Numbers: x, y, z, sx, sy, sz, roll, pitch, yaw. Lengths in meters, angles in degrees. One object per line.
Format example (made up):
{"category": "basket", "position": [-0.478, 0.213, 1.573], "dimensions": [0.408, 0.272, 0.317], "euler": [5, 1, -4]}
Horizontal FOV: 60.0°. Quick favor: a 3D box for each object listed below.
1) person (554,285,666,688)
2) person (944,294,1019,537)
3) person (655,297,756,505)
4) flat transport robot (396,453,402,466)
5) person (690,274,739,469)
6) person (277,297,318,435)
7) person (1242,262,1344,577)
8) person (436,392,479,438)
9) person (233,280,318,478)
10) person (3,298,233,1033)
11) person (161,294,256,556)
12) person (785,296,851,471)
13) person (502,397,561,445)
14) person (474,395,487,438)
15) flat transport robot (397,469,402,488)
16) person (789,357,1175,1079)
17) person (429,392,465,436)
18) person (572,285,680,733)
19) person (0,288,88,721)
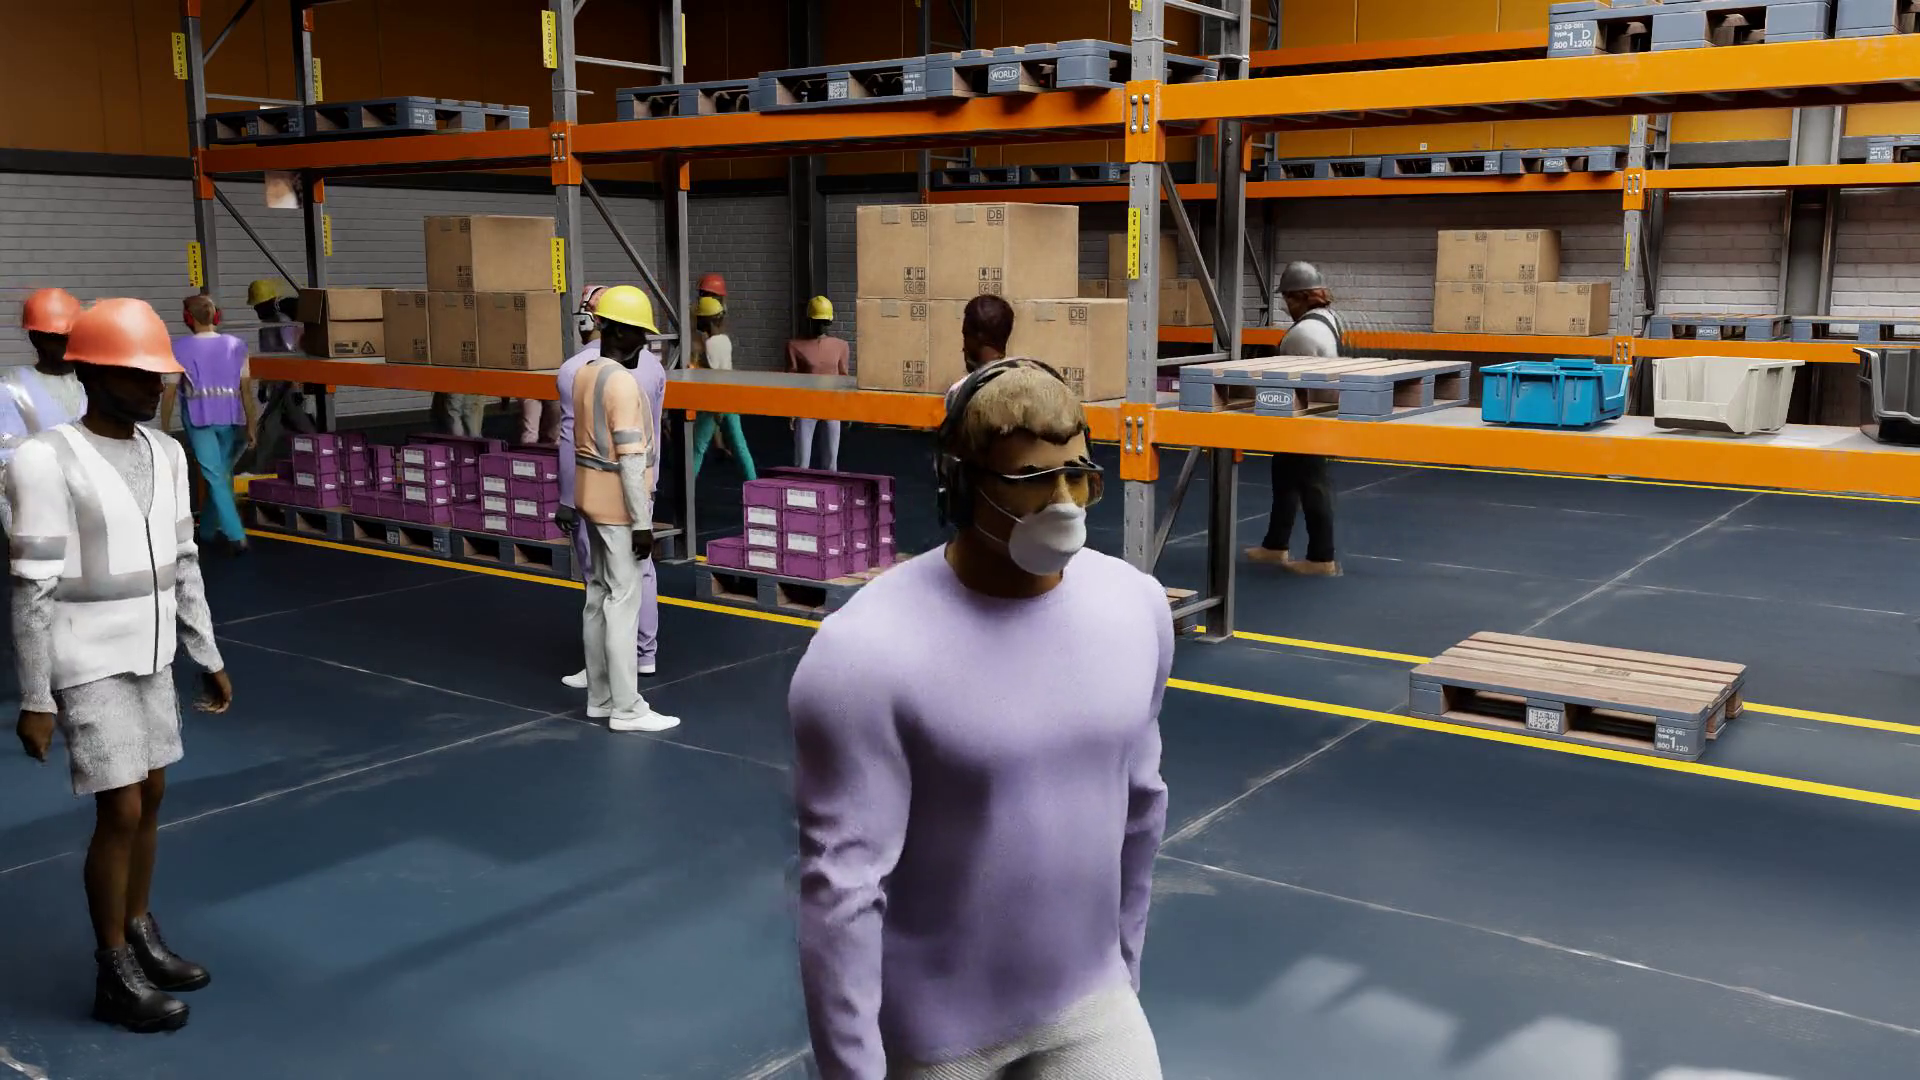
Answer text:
{"category": "person", "position": [-1.683, -0.245, 7.900], "dimensions": [0.410, 1.909, 0.643], "euler": [6, 11, 30]}
{"category": "person", "position": [0.205, -0.044, 6.748], "dimensions": [0.723, 1.899, 0.594], "euler": [7, 12, 38]}
{"category": "person", "position": [-2.067, -1.126, 13.698], "dimensions": [0.898, 1.724, 0.531], "euler": [2, 10, 14]}
{"category": "flat transport robot", "position": [-5.147, -0.639, 15.108], "dimensions": [0.652, 0.197, 1.431], "euler": [-3, 10, -17]}
{"category": "person", "position": [-2.415, -1.610, 16.090], "dimensions": [0.814, 1.889, 0.580], "euler": [-3, 10, -15]}
{"category": "person", "position": [-6.304, -1.478, 15.895], "dimensions": [0.394, 1.681, 0.544], "euler": [-1, 10, -4]}
{"category": "person", "position": [2.110, -0.789, 10.740], "dimensions": [0.815, 2.000, 0.700], "euler": [4, 10, 24]}
{"category": "person", "position": [-4.899, -1.588, 16.210], "dimensions": [0.403, 1.818, 0.599], "euler": [2, 10, 12]}
{"category": "person", "position": [-6.214, -1.447, 15.239], "dimensions": [0.986, 1.856, 0.599], "euler": [-6, 11, -33]}
{"category": "person", "position": [-2.177, 0.331, 4.447], "dimensions": [0.574, 1.922, 0.586], "euler": [2, 10, 14]}
{"category": "person", "position": [-5.188, -0.794, 11.510], "dimensions": [0.980, 1.801, 0.585], "euler": [8, 13, 41]}
{"category": "person", "position": [-1.078, -0.977, 12.700], "dimensions": [0.523, 1.761, 0.323], "euler": [-4, 10, -23]}
{"category": "person", "position": [-3.458, -1.234, 13.708], "dimensions": [0.674, 1.945, 0.967], "euler": [-1, 10, -8]}
{"category": "person", "position": [-5.140, -1.775, 17.846], "dimensions": [0.539, 1.616, 0.464], "euler": [5, 11, 29]}
{"category": "flat transport robot", "position": [-4.569, -0.490, 14.220], "dimensions": [1.431, 0.197, 0.652], "euler": [-3, 10, -18]}
{"category": "person", "position": [0.089, 0.698, 2.334], "dimensions": [0.658, 1.882, 1.019], "euler": [-5, 11, -29]}
{"category": "person", "position": [-5.030, -1.521, 16.346], "dimensions": [0.335, 1.621, 0.497], "euler": [2, 10, 12]}
{"category": "person", "position": [-1.463, -0.131, 7.187], "dimensions": [0.384, 1.917, 0.584], "euler": [-6, 11, -31]}
{"category": "person", "position": [-3.757, -0.106, 7.072], "dimensions": [0.921, 1.895, 0.576], "euler": [8, 12, 39]}
